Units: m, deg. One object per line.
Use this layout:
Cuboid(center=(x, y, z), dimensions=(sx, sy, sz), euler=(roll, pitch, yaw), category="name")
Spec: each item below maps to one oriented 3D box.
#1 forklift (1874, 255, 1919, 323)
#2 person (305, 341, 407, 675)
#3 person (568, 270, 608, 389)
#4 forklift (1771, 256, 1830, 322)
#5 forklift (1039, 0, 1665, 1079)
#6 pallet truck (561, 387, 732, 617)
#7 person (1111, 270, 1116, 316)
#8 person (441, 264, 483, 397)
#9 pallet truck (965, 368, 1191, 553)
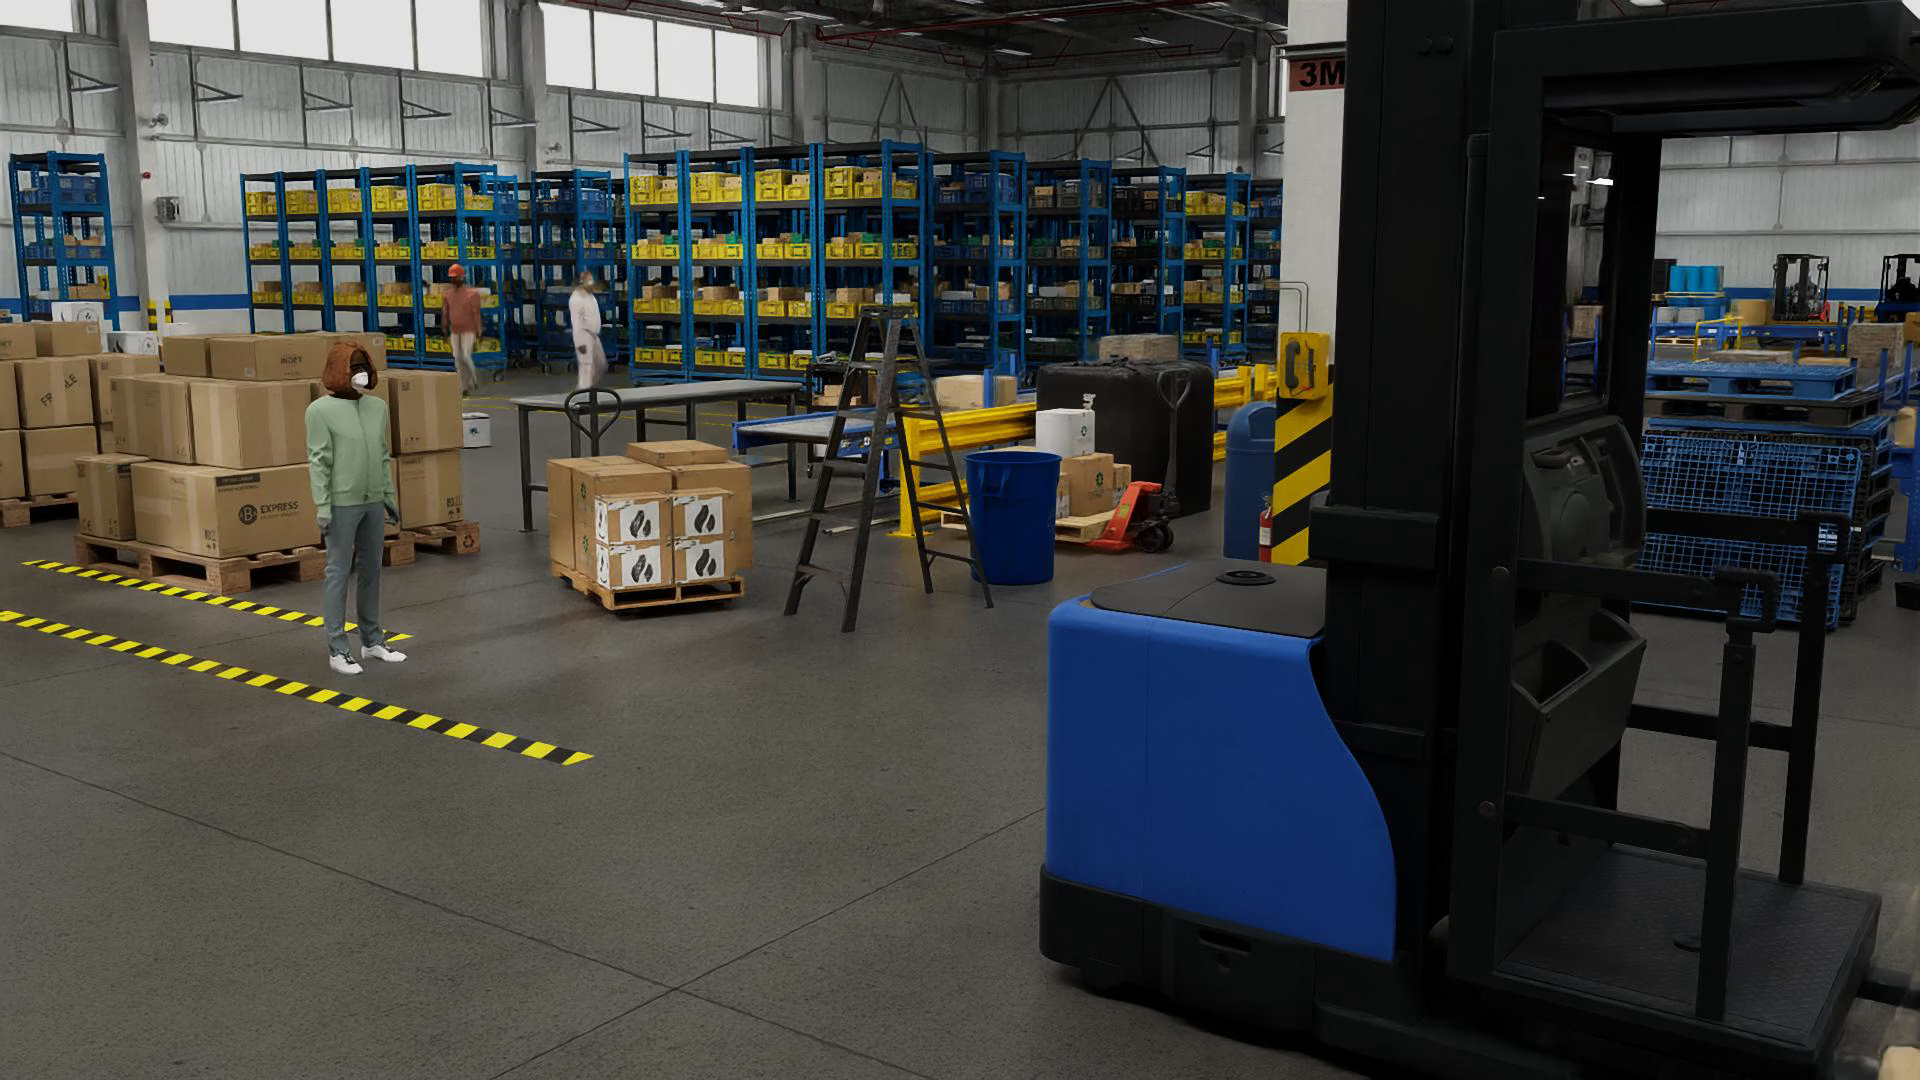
Cuboid(center=(22.089, -5.634, 38.796), dimensions=(1.157, 1.987, 2.680), euler=(6, 11, 33), category="forklift")
Cuboid(center=(-2.988, -0.164, 8.227), dimensions=(0.279, 1.633, 0.505), euler=(5, 11, 25), category="person")
Cuboid(center=(-5.105, -2.750, 22.845), dimensions=(0.432, 1.893, 0.683), euler=(2, 10, 10), category="person")
Cuboid(center=(20.253, -5.854, 40.139), dimensions=(1.157, 1.987, 2.680), euler=(7, 12, 35), category="forklift")
Cuboid(center=(1.249, -0.137, 4.360), dimensions=(1.873, 2.768, 1.129), euler=(7, 12, 35), category="forklift")
Cuboid(center=(-1.981, -0.274, 10.088), dimensions=(0.680, 1.201, 1.601), euler=(-5, 11, -28), category="pallet truck")
Cuboid(center=(3.660, -5.393, 38.738), dimensions=(0.564, 1.846, 0.390), euler=(3, 10, 19), category="person")
Cuboid(center=(-7.404, -3.094, 24.649), dimensions=(0.644, 1.973, 0.447), euler=(3, 10, 16), category="person")
Cuboid(center=(0.845, -0.609, 11.869), dimensions=(1.630, 1.274, 0.653), euler=(7, 12, 35), category="pallet truck")
